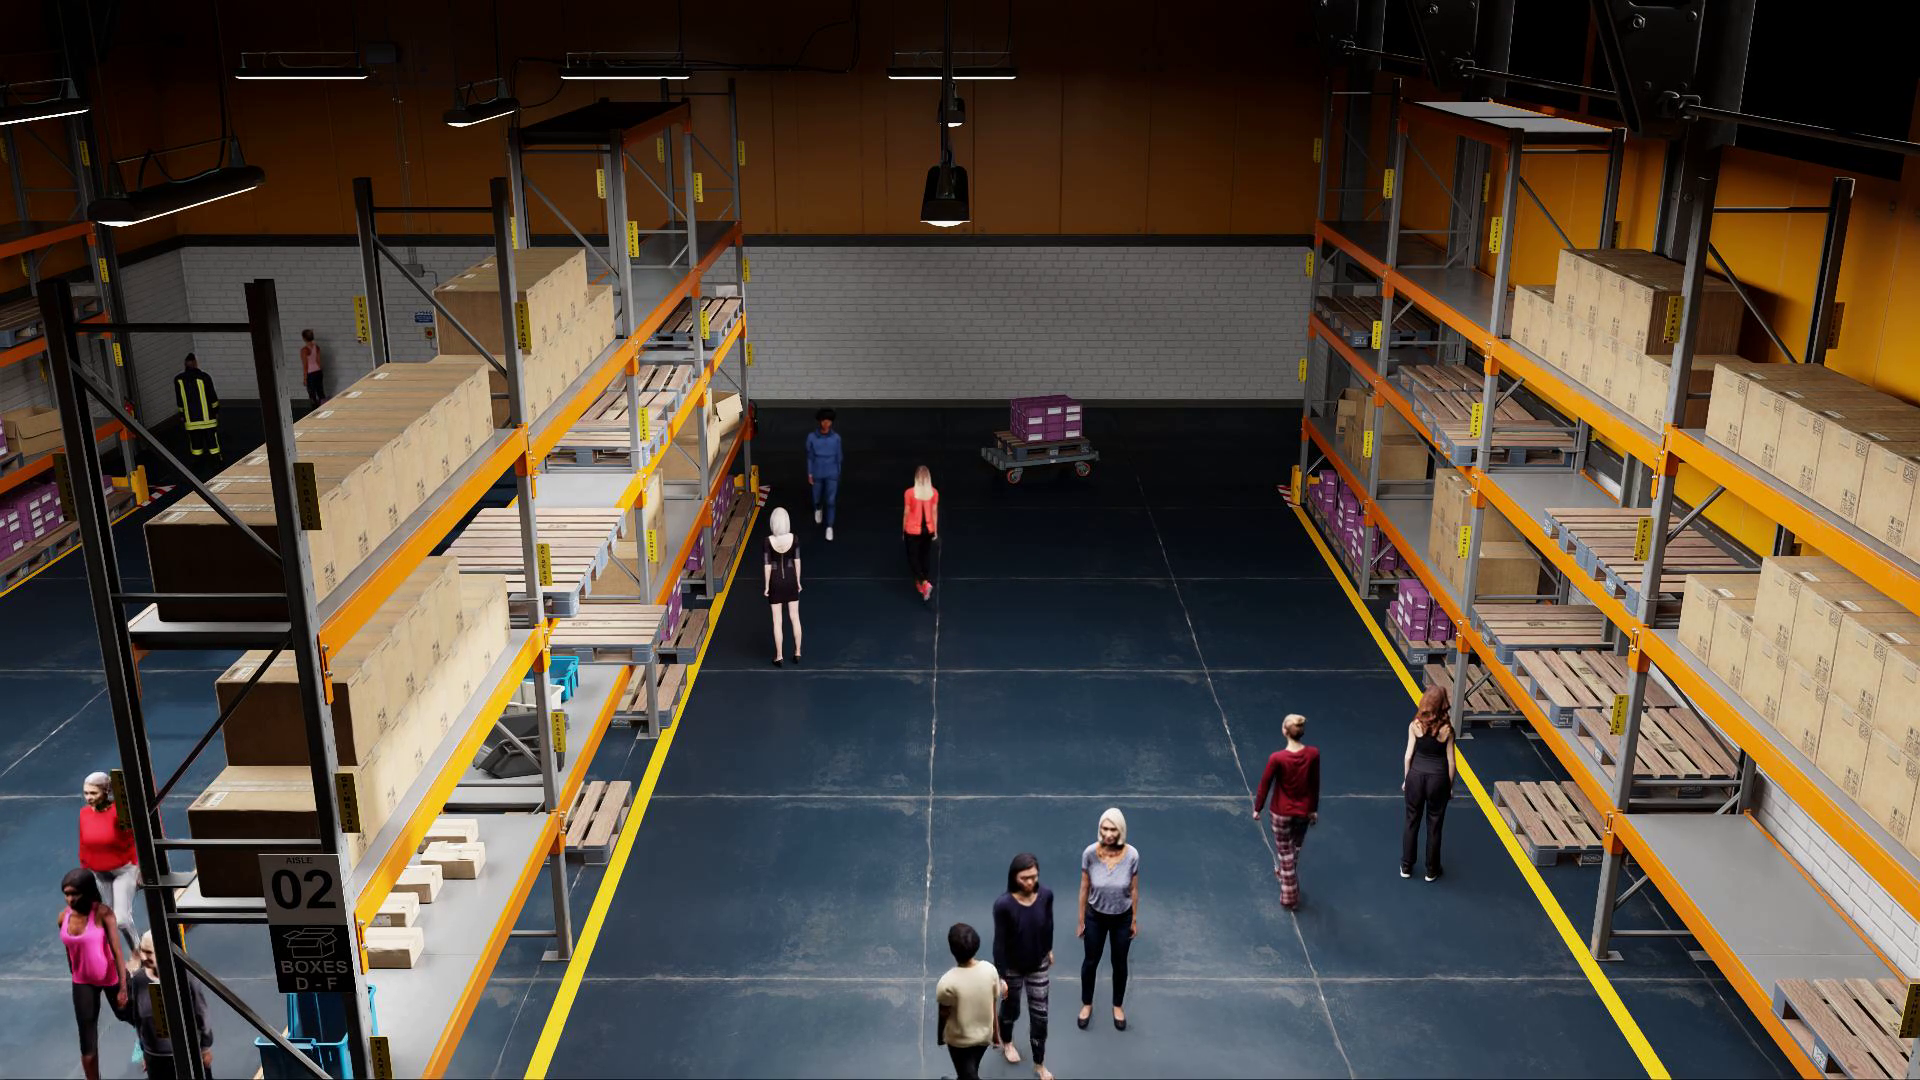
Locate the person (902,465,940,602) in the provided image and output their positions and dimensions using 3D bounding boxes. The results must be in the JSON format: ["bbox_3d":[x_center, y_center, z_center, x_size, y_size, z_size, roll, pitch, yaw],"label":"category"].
[{"bbox_3d":[-0.462,-0.059,20.269,0.843,1.673,1.091,-7,20,-20],"label":"person"}]

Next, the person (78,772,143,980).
[{"bbox_3d":[-6.377,2.501,12.651,0.585,1.683,0.619,1,19,4],"label":"person"}]

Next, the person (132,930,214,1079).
[{"bbox_3d":[-4.974,3.192,10.533,0.612,1.726,0.531,-1,19,-3],"label":"person"}]

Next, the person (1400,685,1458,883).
[{"bbox_3d":[3.920,2.030,13.949,0.655,1.748,0.647,8,20,22],"label":"person"}]

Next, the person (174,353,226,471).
[{"bbox_3d":[-11.782,-1.997,25.732,0.802,1.859,0.758,-4,19,-11],"label":"person"}]

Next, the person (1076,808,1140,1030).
[{"bbox_3d":[1.070,2.709,11.975,0.604,1.721,0.526,2,19,5],"label":"person"}]

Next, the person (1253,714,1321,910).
[{"bbox_3d":[2.711,2.216,13.483,0.770,1.693,0.881,-4,19,-13],"label":"person"}]

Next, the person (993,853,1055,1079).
[{"bbox_3d":[0.402,2.865,11.533,0.824,1.707,0.926,-7,20,-19],"label":"person"}]

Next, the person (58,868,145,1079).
[{"bbox_3d":[-5.776,2.962,11.288,0.620,1.681,1.141,-1,19,-4],"label":"person"}]

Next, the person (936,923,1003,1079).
[{"bbox_3d":[0.092,3.248,10.654,0.916,1.543,1.119,-9,21,-26],"label":"person"}]

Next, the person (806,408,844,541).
[{"bbox_3d":[-1.864,-0.937,22.695,0.701,1.789,1.000,-2,19,-6],"label":"person"}]

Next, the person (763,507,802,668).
[{"bbox_3d":[-1.952,0.511,18.333,0.636,1.829,0.616,-7,20,-20],"label":"person"}]

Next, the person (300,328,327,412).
[{"bbox_3d":[-11.079,-2.819,28.498,0.697,1.651,0.573,8,20,23],"label":"person"}]
